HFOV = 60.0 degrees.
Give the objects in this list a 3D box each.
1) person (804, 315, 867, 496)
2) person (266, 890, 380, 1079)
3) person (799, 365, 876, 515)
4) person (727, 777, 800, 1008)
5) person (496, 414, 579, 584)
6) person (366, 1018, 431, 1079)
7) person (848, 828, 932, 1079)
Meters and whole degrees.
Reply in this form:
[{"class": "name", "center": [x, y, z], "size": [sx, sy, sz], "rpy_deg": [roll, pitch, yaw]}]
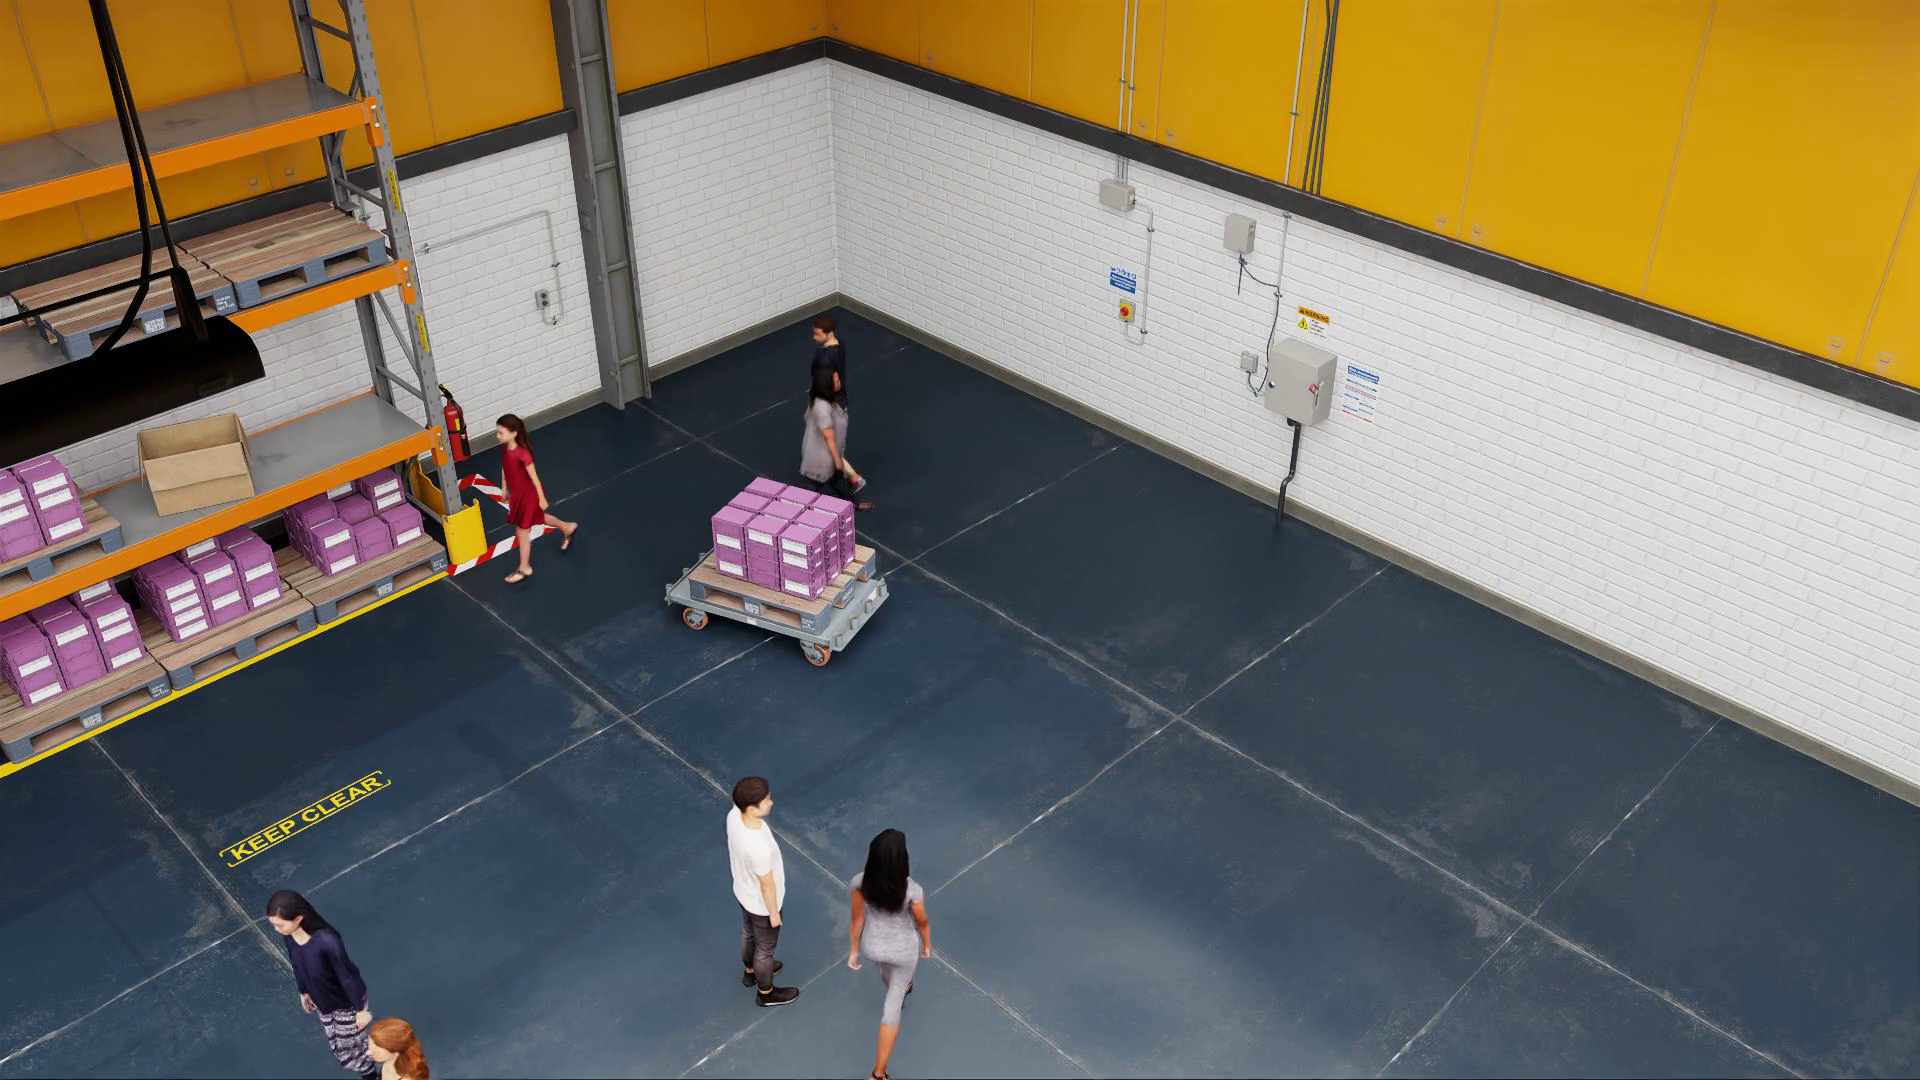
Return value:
[{"class": "person", "center": [-1.120, -1.174, 14.937], "size": [0.937, 1.829, 0.887], "rpy_deg": [13, 36, 18]}, {"class": "person", "center": [-3.484, 2.538, 9.464], "size": [0.740, 1.706, 0.796], "rpy_deg": [17, 37, 23]}, {"class": "person", "center": [-1.278, -0.776, 14.575], "size": [1.149, 1.568, 0.985], "rpy_deg": [-7, 34, -10]}, {"class": "person", "center": [-1.230, 2.115, 10.088], "size": [0.634, 1.720, 0.687], "rpy_deg": [-16, 37, -23]}, {"class": "person", "center": [-3.602, -0.418, 14.079], "size": [1.019, 1.520, 0.538], "rpy_deg": [-28, 42, -35]}, {"class": "person", "center": [-2.751, 3.050, 8.806], "size": [1.100, 1.582, 0.745], "rpy_deg": [-17, 37, -24]}, {"class": "person", "center": [-0.423, 2.460, 9.567], "size": [0.950, 1.723, 1.196], "rpy_deg": [10, 35, 14]}]
